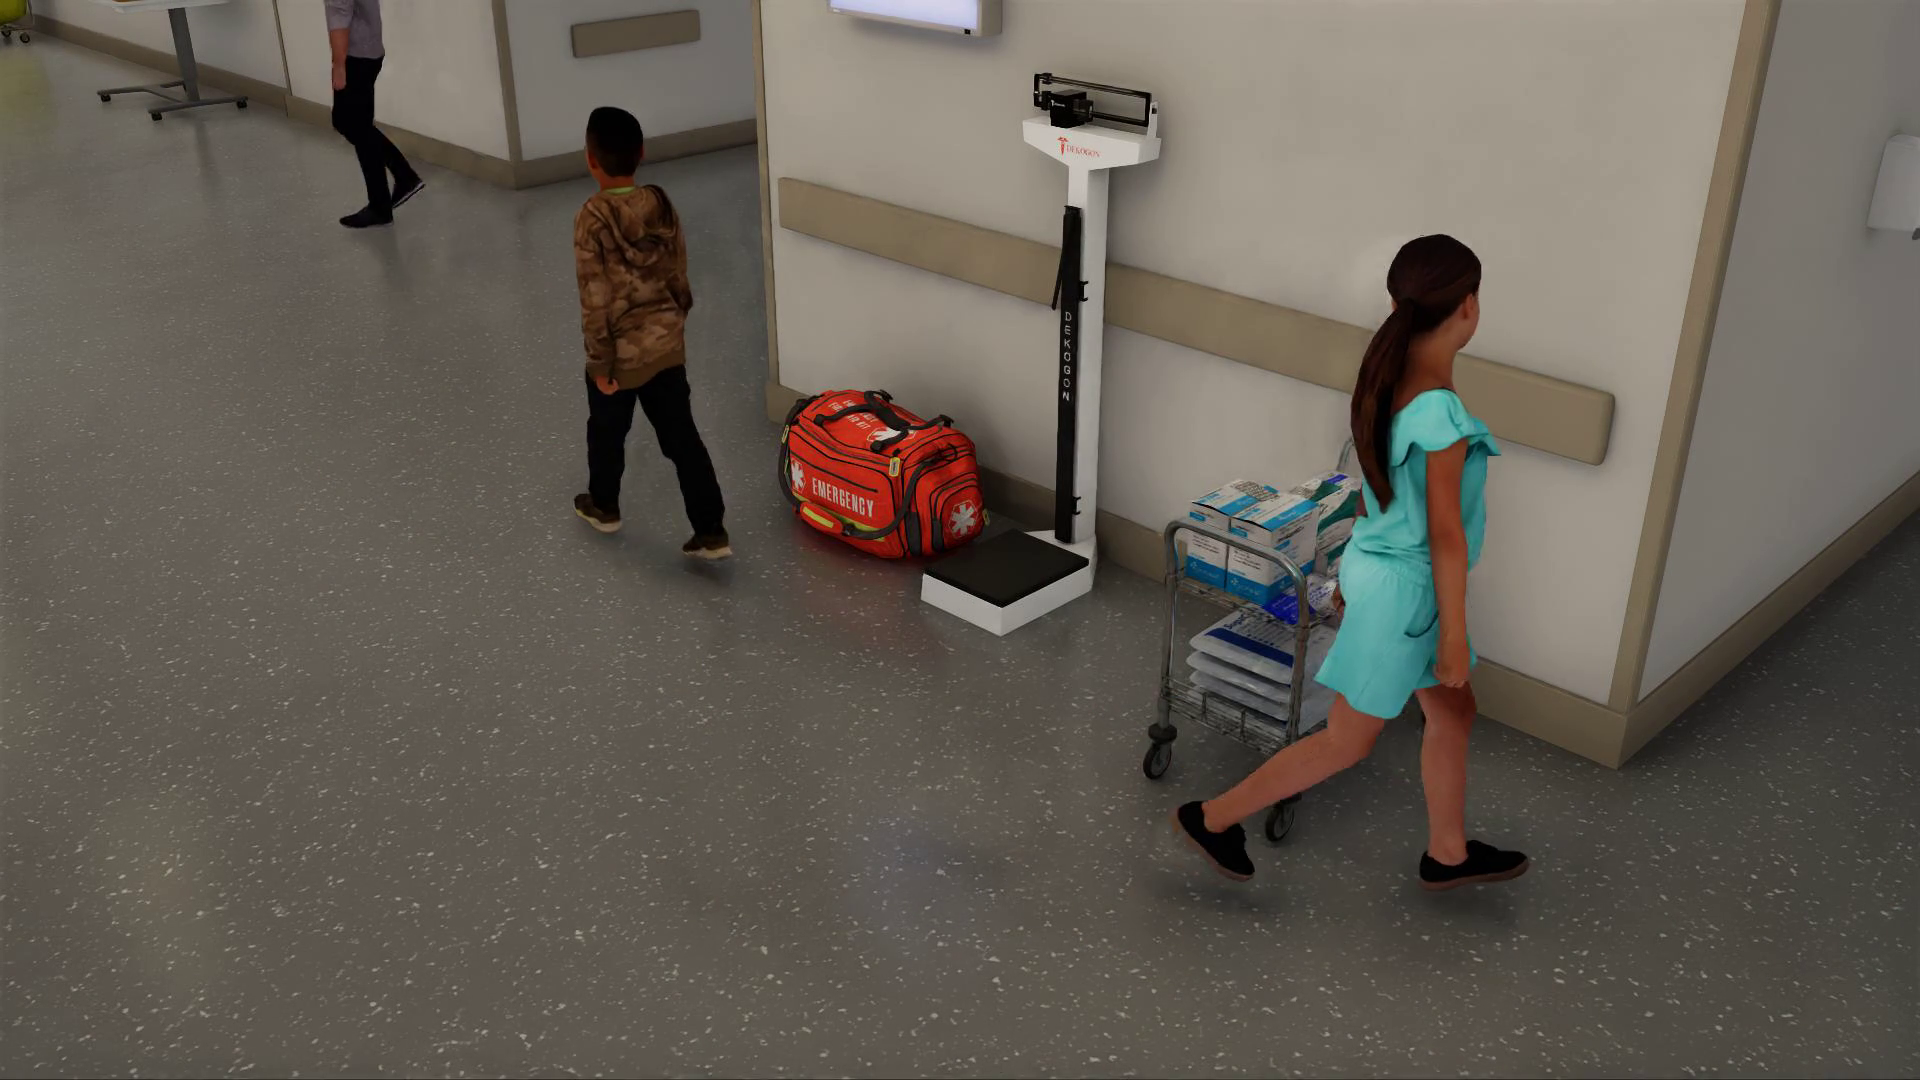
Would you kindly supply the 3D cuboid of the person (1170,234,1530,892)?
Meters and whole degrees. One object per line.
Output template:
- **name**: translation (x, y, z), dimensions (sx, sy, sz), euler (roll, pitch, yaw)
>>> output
- **person**: translation (0.870, 0.137, 3.584), dimensions (1.085, 1.519, 1.040), euler (0, 26, 0)

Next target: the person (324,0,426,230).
- **person**: translation (-3.141, -2.587, 8.872), dimensions (0.903, 1.833, 0.825), euler (-5, 26, -10)

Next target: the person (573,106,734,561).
- **person**: translation (-0.963, -0.582, 5.185), dimensions (0.627, 1.424, 0.985), euler (-21, 32, -36)
